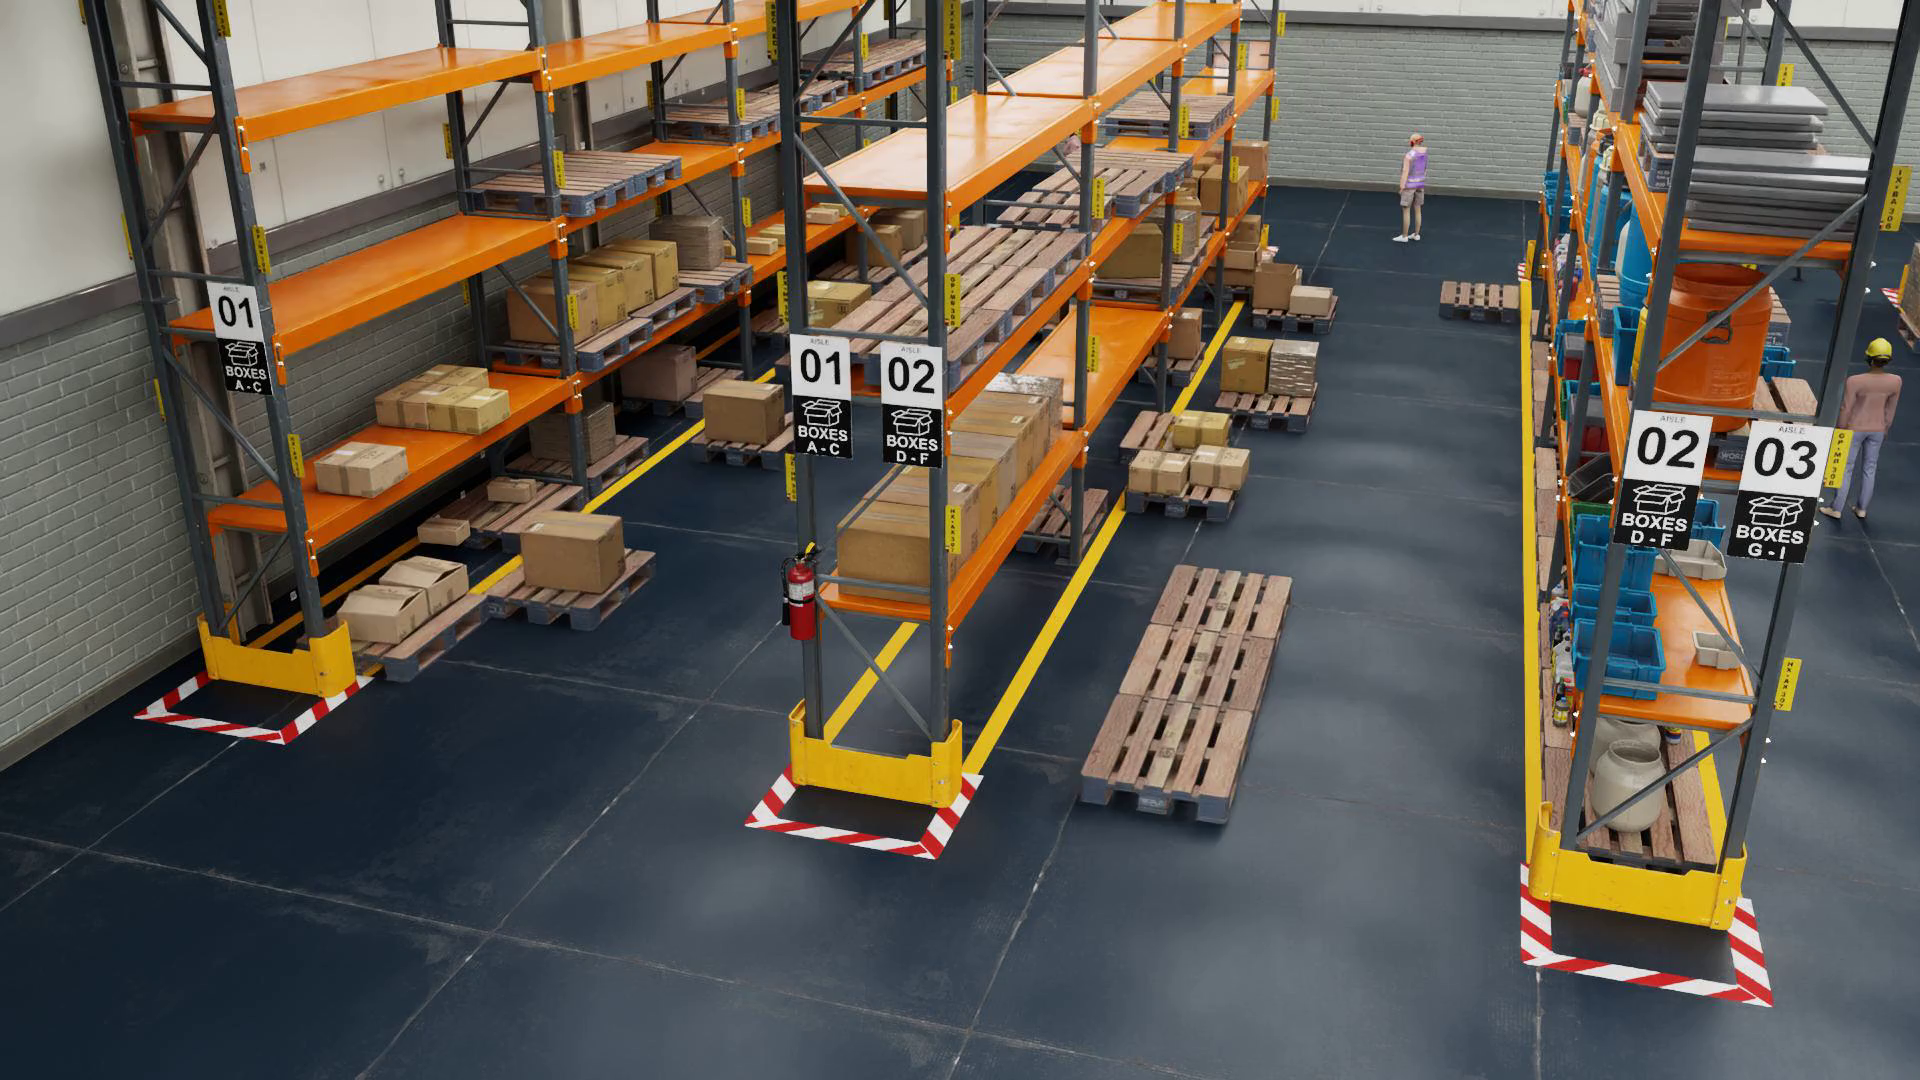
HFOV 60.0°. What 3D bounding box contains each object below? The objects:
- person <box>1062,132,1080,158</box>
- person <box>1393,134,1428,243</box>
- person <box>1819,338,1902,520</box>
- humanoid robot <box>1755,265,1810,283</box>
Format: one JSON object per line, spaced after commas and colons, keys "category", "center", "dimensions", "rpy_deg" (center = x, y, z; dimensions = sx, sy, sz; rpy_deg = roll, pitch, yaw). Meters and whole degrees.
{"category": "person", "center": [1.812, -5.933, 27.011], "dimensions": [0.337, 1.794, 0.507], "rpy_deg": [1, 23, 2]}
{"category": "person", "center": [7.141, -5.550, 26.255], "dimensions": [0.489, 1.688, 0.352], "rpy_deg": [-14, 27, -28]}
{"category": "person", "center": [8.516, -1.040, 15.694], "dimensions": [0.523, 1.768, 0.306], "rpy_deg": [0, 23, -1]}
{"category": "humanoid robot", "center": [12.002, -4.554, 24.029], "dimensions": [0.610, 1.622, 0.759], "rpy_deg": [-18, 29, -35]}
